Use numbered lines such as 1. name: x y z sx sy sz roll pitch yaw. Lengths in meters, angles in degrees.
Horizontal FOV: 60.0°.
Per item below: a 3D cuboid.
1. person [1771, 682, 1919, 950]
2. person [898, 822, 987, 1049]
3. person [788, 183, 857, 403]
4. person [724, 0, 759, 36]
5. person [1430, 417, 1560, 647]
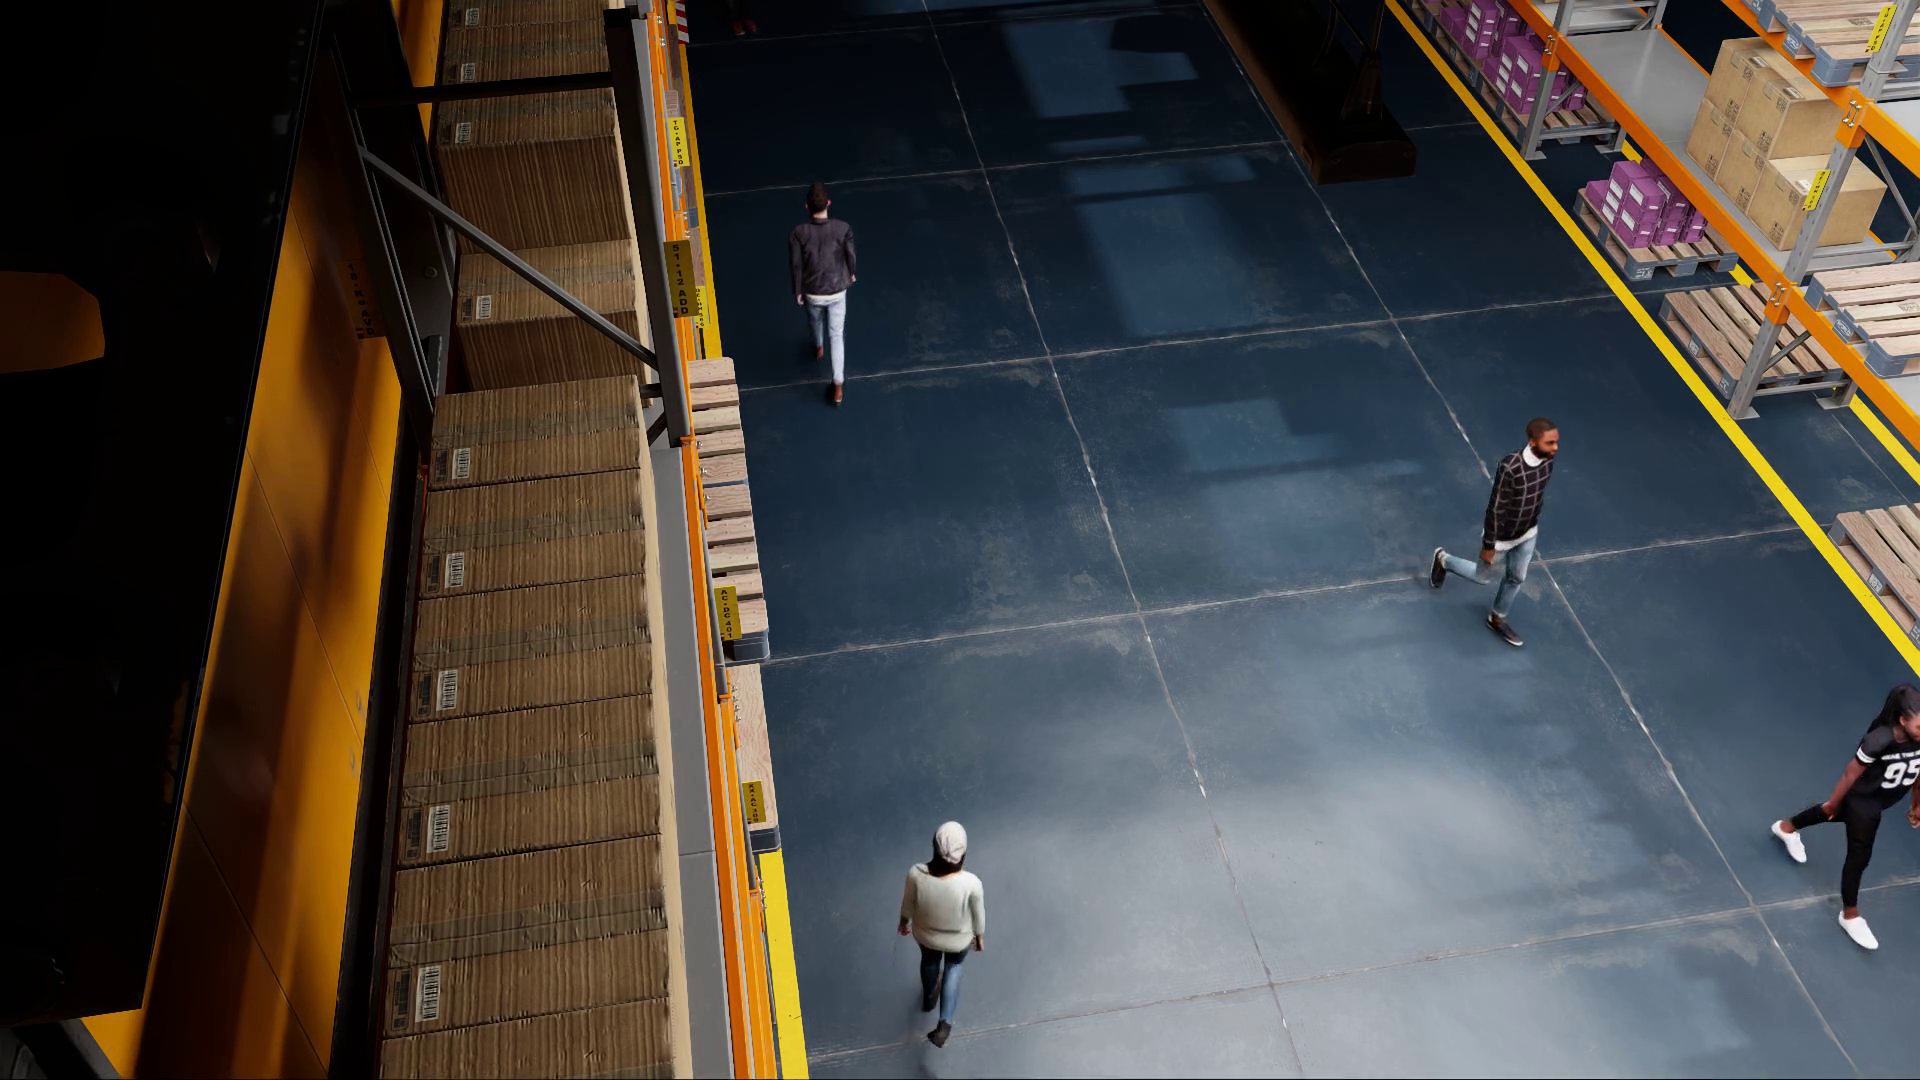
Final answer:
1. person: 5.126 1.418 9.506 0.795 1.685 1.210 -15 46 -15
2. person: -0.086 2.126 8.797 0.789 1.637 0.922 4 44 4
3. person: -1.029 -1.876 12.883 0.657 1.796 1.082 -7 44 -7
4. person: -2.406 -6.191 17.409 0.782 1.800 0.783 -24 49 -23
5. person: 3.575 -0.125 11.044 0.872 1.798 1.124 -21 48 -21
